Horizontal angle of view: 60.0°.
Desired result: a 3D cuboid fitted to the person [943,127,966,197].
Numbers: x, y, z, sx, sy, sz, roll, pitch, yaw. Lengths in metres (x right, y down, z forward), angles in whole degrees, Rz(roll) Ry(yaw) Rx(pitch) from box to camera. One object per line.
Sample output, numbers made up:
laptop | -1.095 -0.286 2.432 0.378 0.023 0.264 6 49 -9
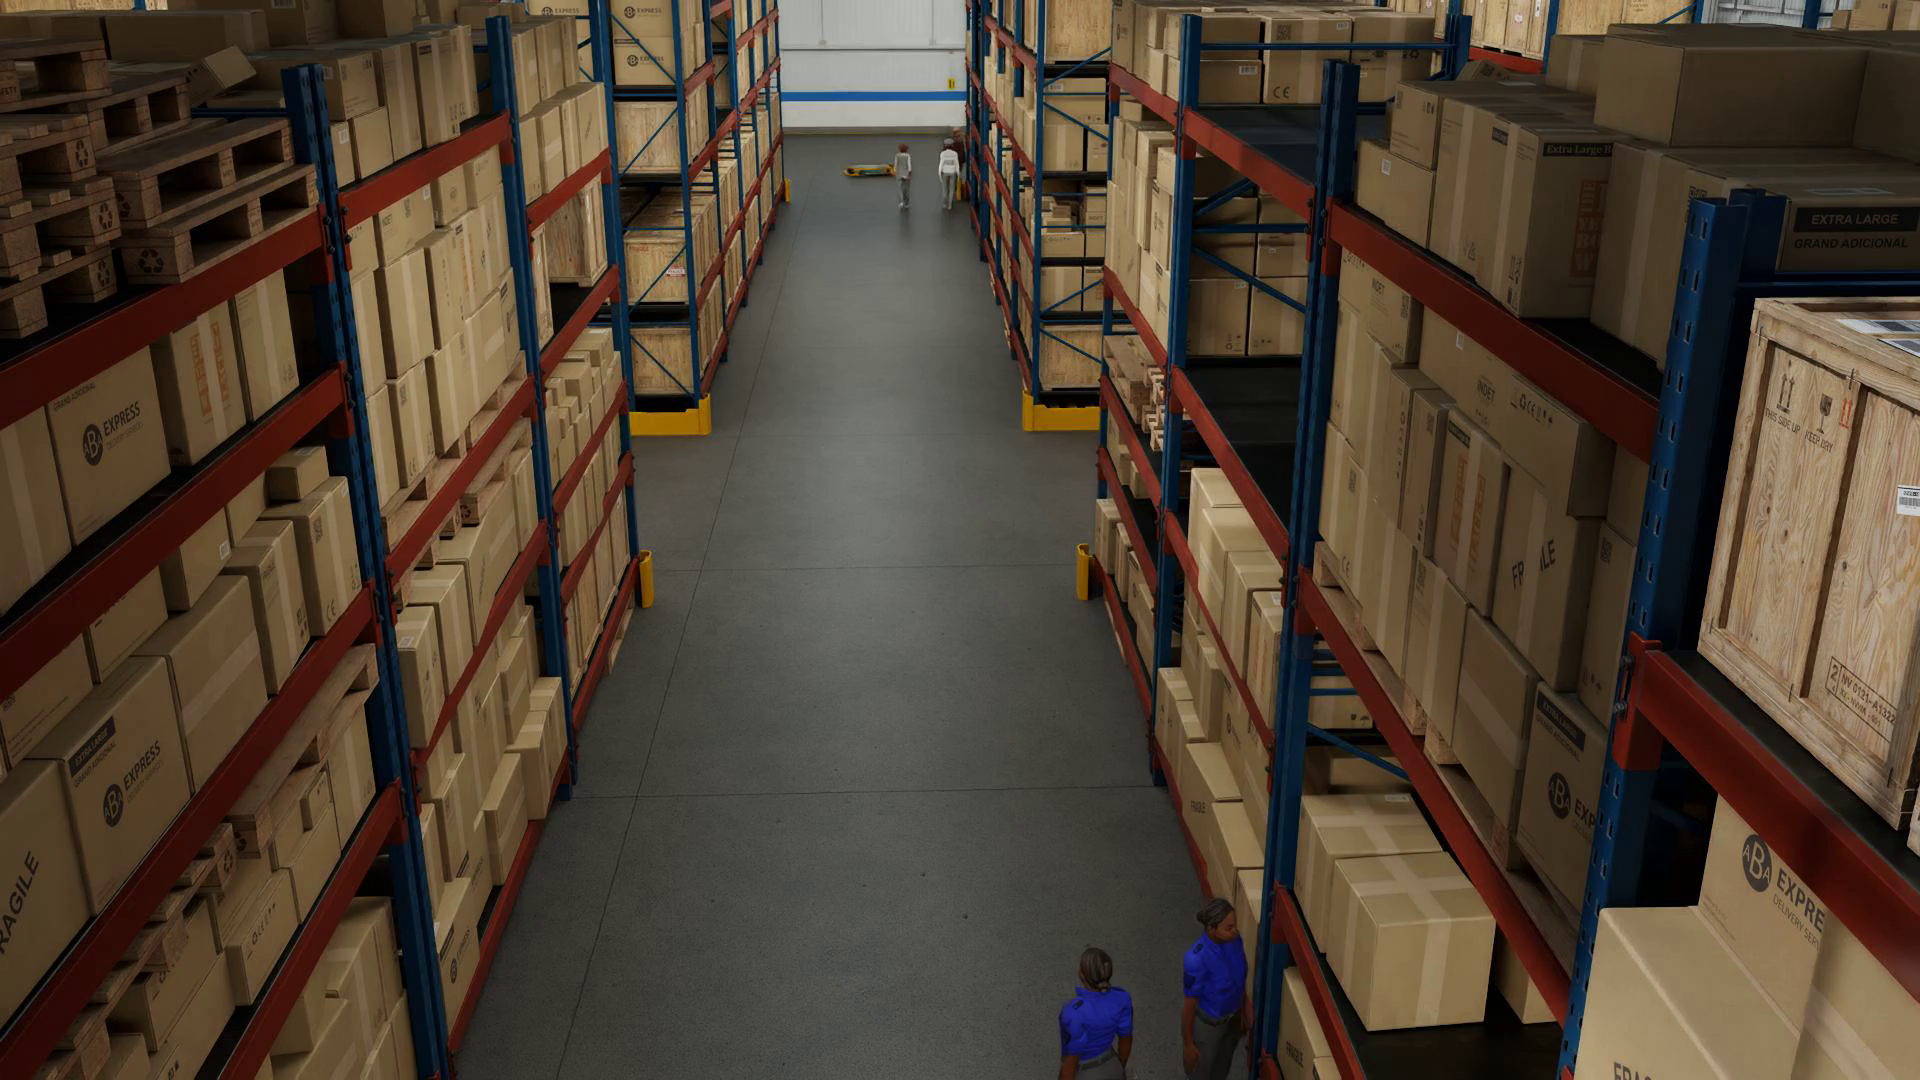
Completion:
person | -0.076 -9.654 42.367 0.670 1.740 0.992 13 24 31

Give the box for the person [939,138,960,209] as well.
person | -0.248 -8.951 40.572 0.504 1.684 0.687 2 21 5

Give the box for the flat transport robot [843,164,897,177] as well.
flat transport robot | -2.487 -10.252 46.198 1.431 0.256 0.659 -7 21 -17

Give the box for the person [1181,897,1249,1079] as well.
person | 1.424 2.727 9.319 0.499 1.667 0.419 -18 27 -40

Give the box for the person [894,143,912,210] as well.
person | -1.392 -8.834 40.402 0.443 1.582 0.780 0 20 -1

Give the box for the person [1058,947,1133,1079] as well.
person | 0.680 2.884 8.923 0.438 1.657 0.348 -13 24 -31
